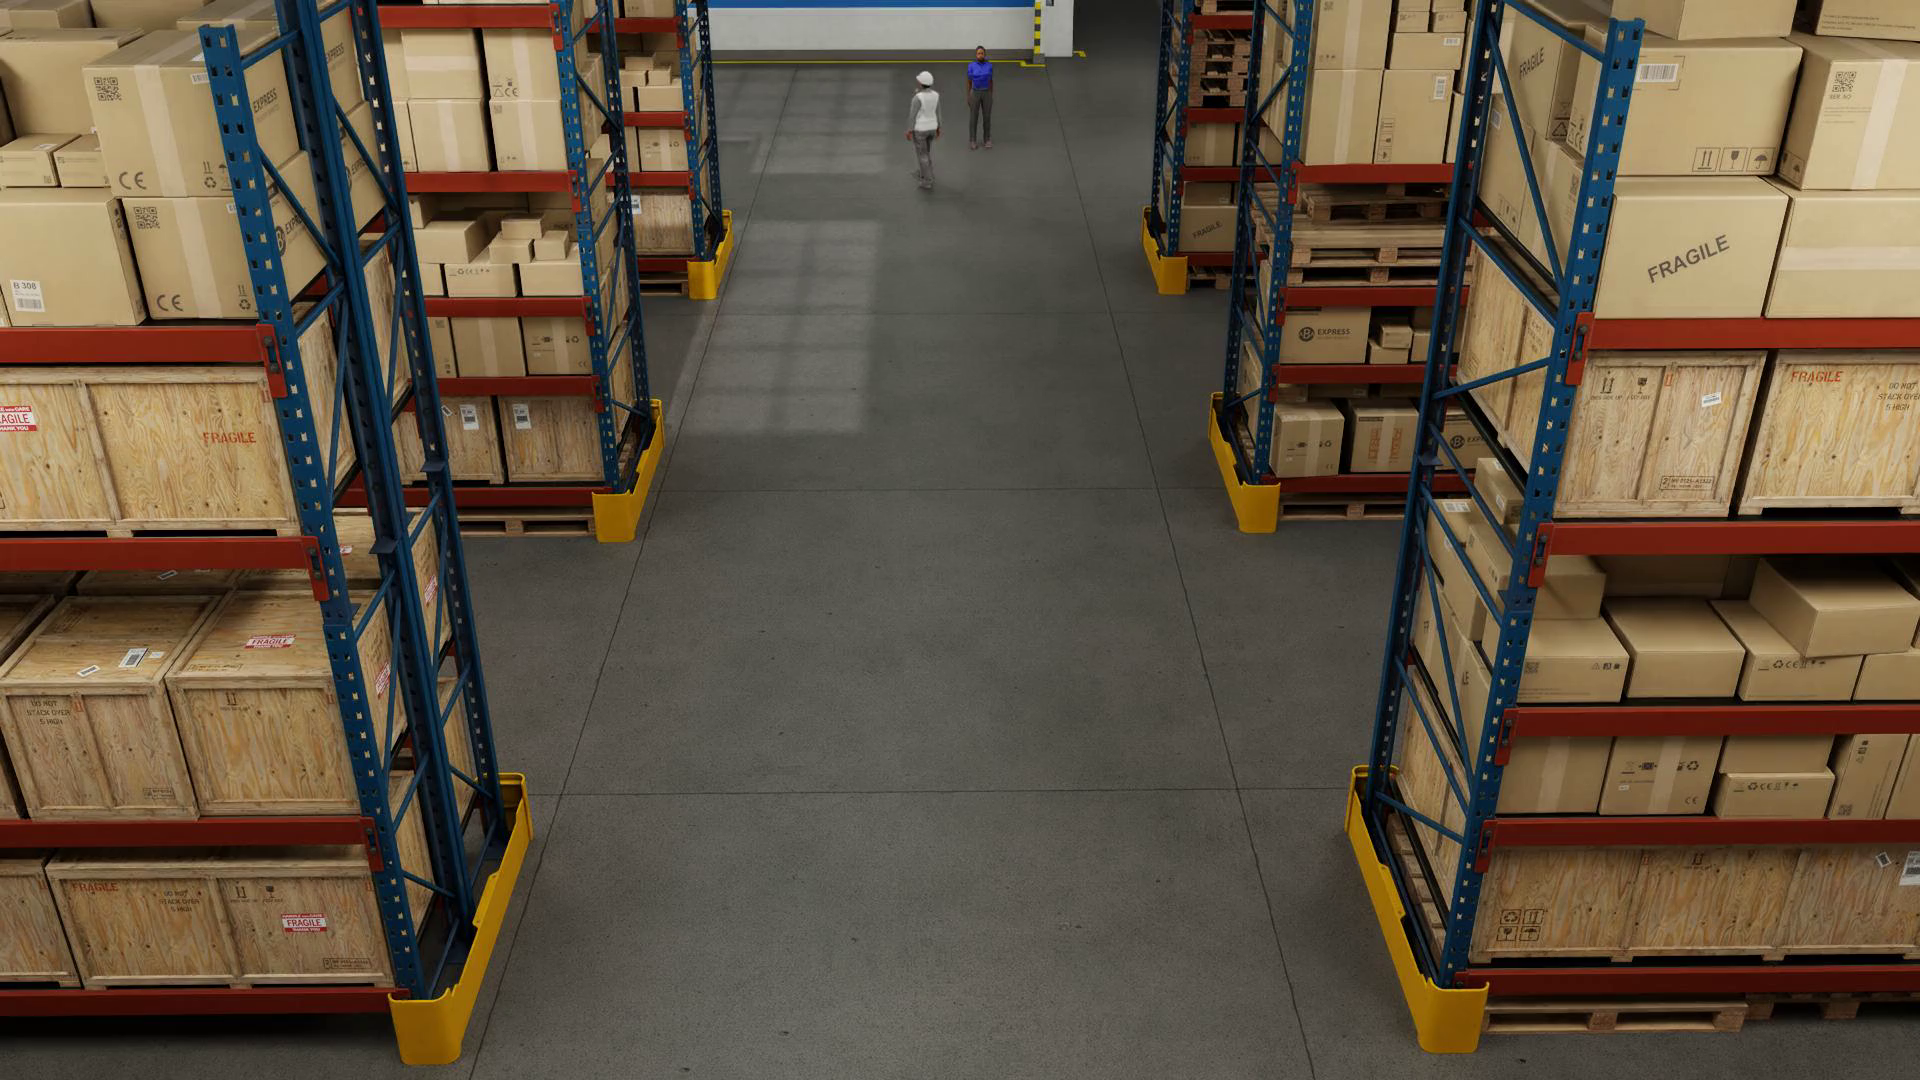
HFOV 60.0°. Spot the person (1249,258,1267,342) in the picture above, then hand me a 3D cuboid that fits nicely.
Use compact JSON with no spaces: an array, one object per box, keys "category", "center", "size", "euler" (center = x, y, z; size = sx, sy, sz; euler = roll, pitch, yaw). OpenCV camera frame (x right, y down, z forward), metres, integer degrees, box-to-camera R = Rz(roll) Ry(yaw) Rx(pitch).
[{"category":"person","center":[3.396,-2.271,18.090],"size":[0.563,1.781,0.751],"euler":[23,36,36]}]

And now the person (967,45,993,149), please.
[{"category":"person","center":[0.348,-7.405,27.795],"size":[0.440,1.659,0.348],"euler":[-5,29,-9]}]

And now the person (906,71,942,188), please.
[{"category":"person","center":[-0.641,-6.392,25.772],"size":[0.563,1.766,0.696],"euler":[-23,36,-36]}]
